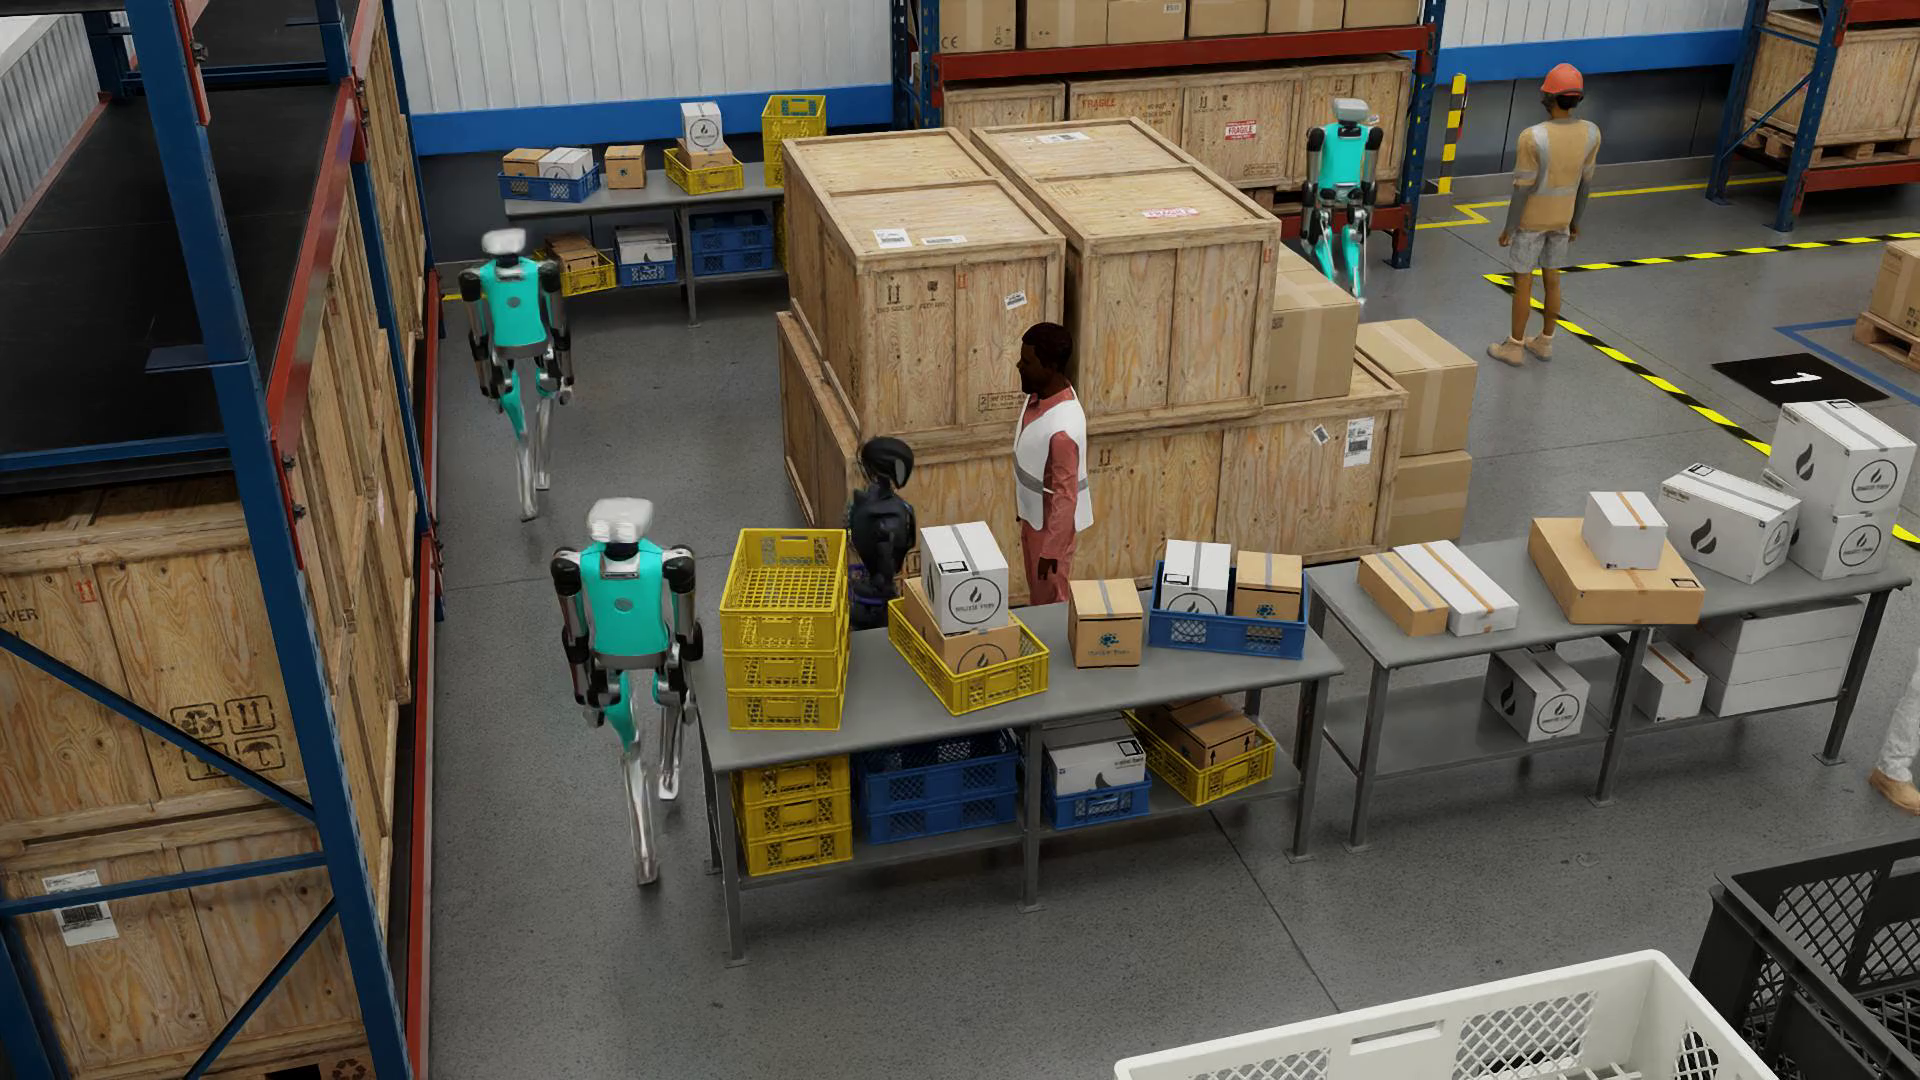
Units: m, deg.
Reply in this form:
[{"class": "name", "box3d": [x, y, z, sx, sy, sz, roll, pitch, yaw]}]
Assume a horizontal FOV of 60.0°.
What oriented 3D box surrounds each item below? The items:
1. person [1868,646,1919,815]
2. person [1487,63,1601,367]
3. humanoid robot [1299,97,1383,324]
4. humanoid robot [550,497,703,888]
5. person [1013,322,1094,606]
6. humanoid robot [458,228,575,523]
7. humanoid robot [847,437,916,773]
[{"class": "person", "box3d": [4.269, 0.301, 6.948, 0.632, 1.832, 0.431, -10, 30, -17]}, {"class": "person", "box3d": [3.923, -2.177, 11.232, 0.613, 2.040, 0.389, -9, 30, -16]}, {"class": "humanoid robot", "box3d": [2.635, -1.989, 11.314, 0.543, 1.886, 0.806, -5, 29, -9]}, {"class": "humanoid robot", "box3d": [-1.274, 0.495, 6.729, 0.533, 1.740, 1.018, -2, 29, -3]}, {"class": "person", "box3d": [0.397, -0.087, 7.565, 0.392, 1.919, 0.592, -4, 29, -8]}, {"class": "humanoid robot", "box3d": [-2.437, -0.946, 9.302, 0.552, 1.736, 1.023, -7, 30, -13]}, {"class": "humanoid robot", "box3d": [-0.356, 0.327, 7.057, 0.364, 1.648, 0.612, -3, 29, -6]}]
